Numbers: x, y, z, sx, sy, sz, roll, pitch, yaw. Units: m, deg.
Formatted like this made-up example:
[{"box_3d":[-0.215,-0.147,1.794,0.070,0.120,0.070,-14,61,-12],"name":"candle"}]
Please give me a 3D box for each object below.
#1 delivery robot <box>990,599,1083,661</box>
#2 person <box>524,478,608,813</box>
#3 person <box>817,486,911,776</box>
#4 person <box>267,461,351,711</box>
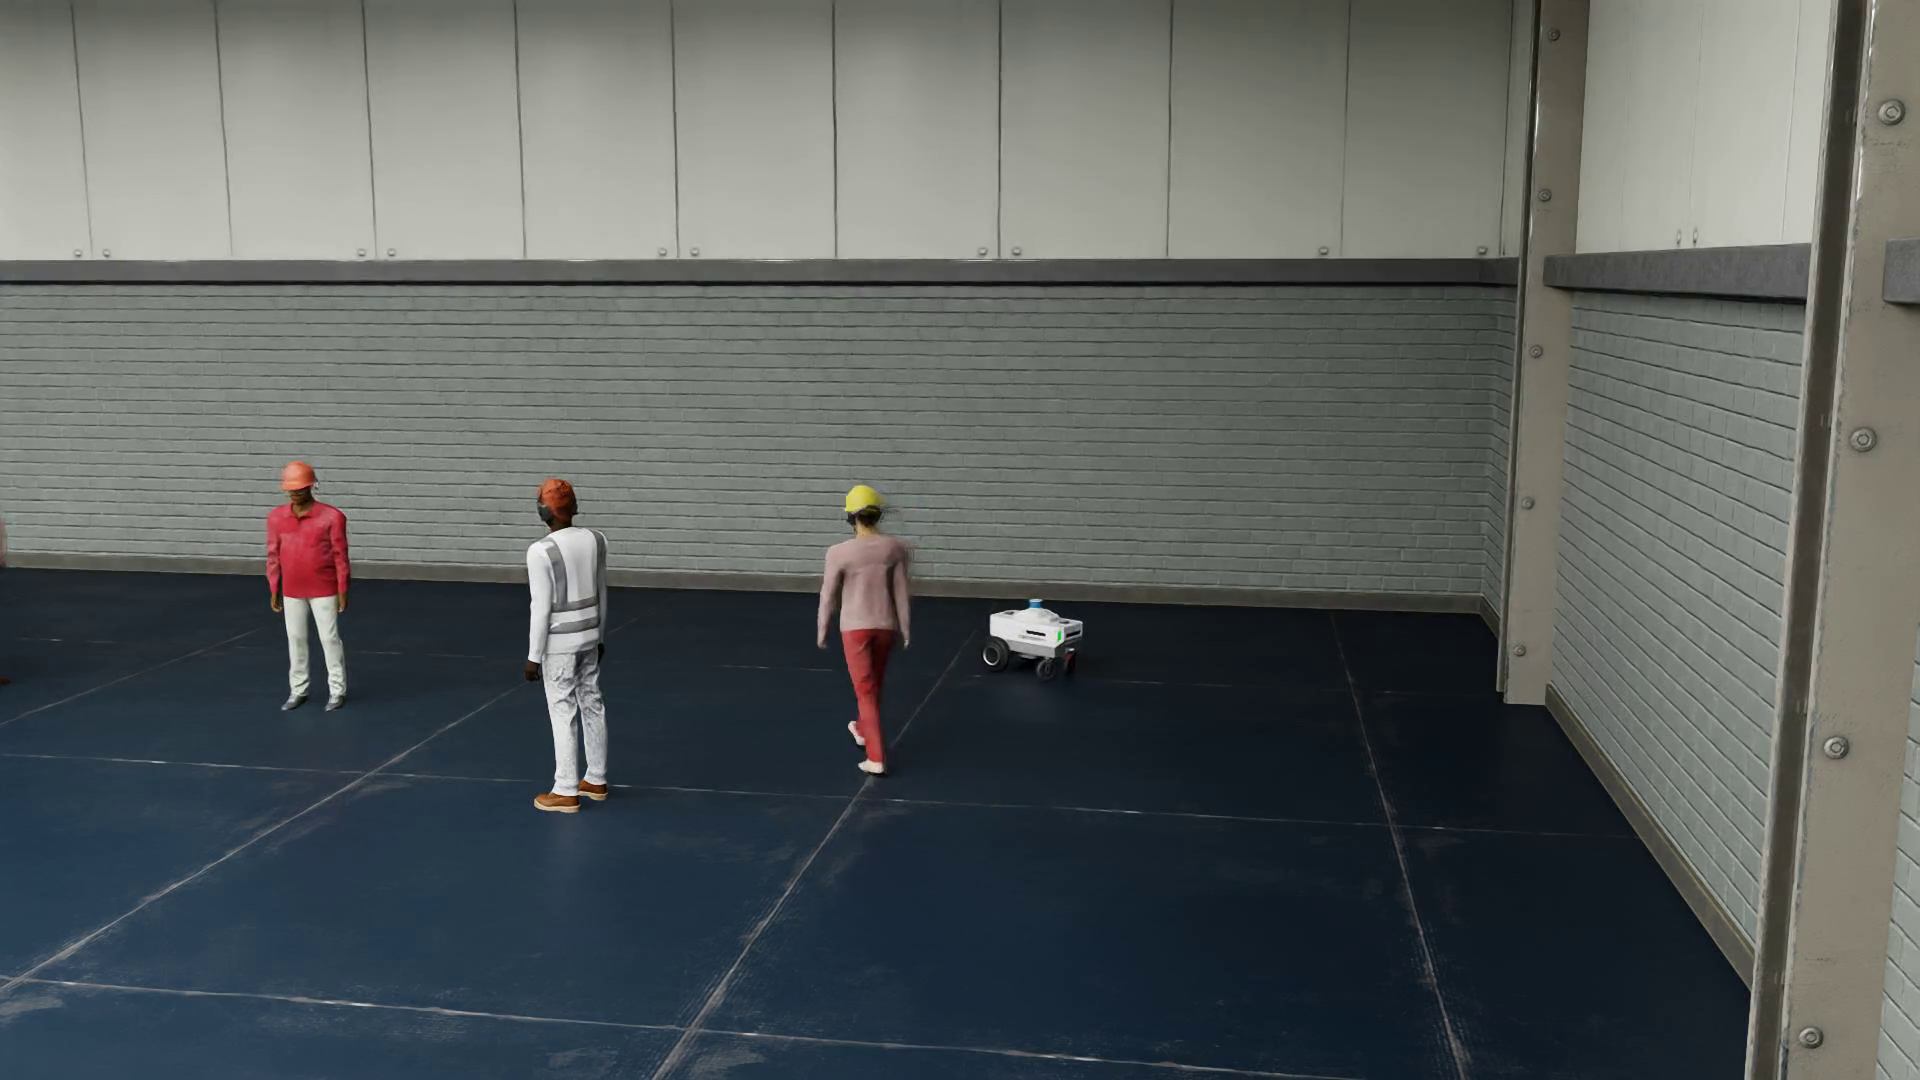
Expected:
[{"box_3d":[0.574,0.688,12.537,0.707,0.478,0.477,8,12,39],"name":"delivery robot"},{"box_3d":[-2.209,0.587,9.352,0.354,1.886,0.573,6,11,31],"name":"person"},{"box_3d":[-0.618,0.528,10.214,0.547,1.726,0.882,-5,10,-28],"name":"person"},{"box_3d":[-4.488,0.320,11.442,0.572,1.743,0.351,0,9,3],"name":"person"}]
